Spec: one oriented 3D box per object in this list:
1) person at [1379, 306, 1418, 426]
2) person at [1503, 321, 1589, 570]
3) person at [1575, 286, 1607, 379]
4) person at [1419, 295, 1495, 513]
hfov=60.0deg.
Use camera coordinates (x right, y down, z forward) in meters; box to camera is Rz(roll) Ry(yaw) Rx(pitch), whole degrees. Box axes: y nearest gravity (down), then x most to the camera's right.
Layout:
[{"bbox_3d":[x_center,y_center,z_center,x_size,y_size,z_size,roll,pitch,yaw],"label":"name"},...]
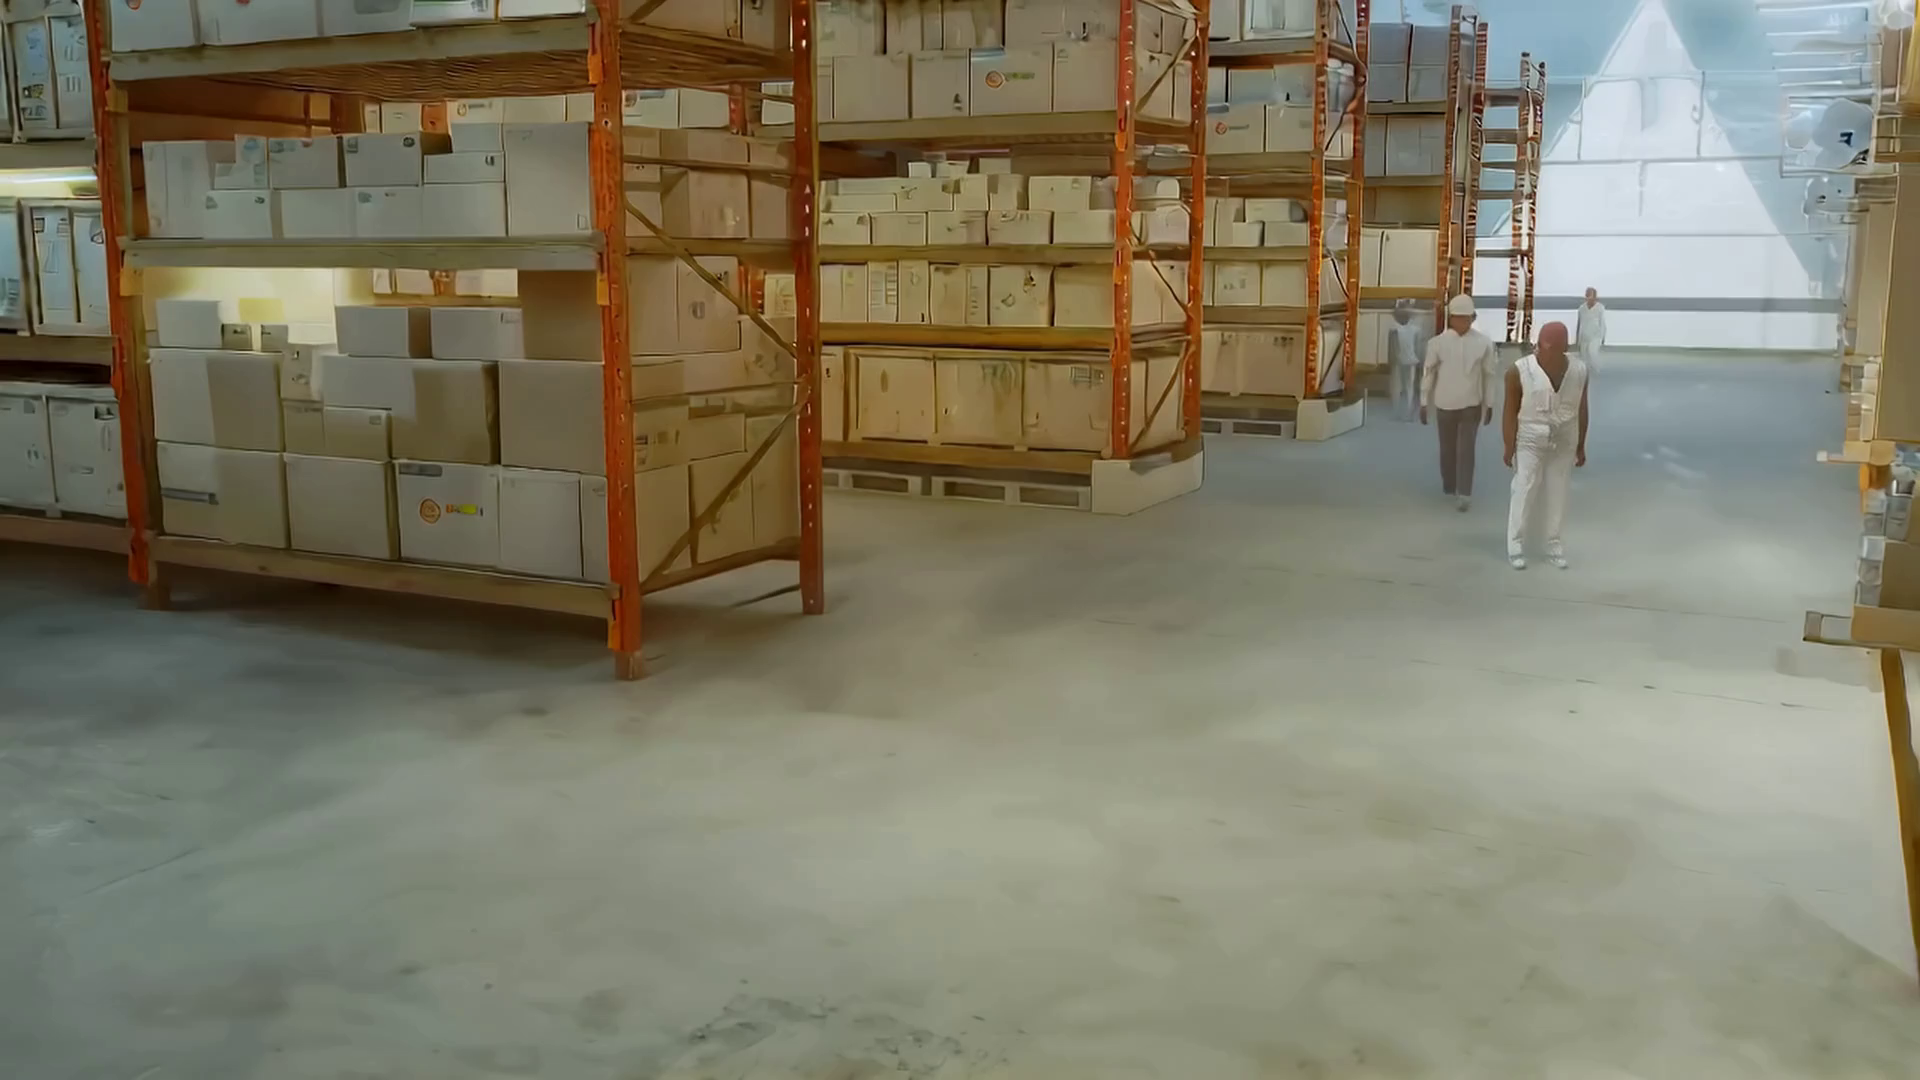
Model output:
[{"bbox_3d":[5.969,-2.363,22.572,0.545,1.609,0.692,-4,11,-22],"label":"person"},{"bbox_3d":[4.308,-0.686,12.229,0.634,1.839,0.429,0,10,-2],"label":"person"},{"bbox_3d":[11.447,-3.732,30.174,0.572,1.729,0.664,8,12,38],"label":"person"},{"bbox_3d":[4.506,-1.237,15.105,0.655,1.935,1.031,3,10,17],"label":"person"}]
